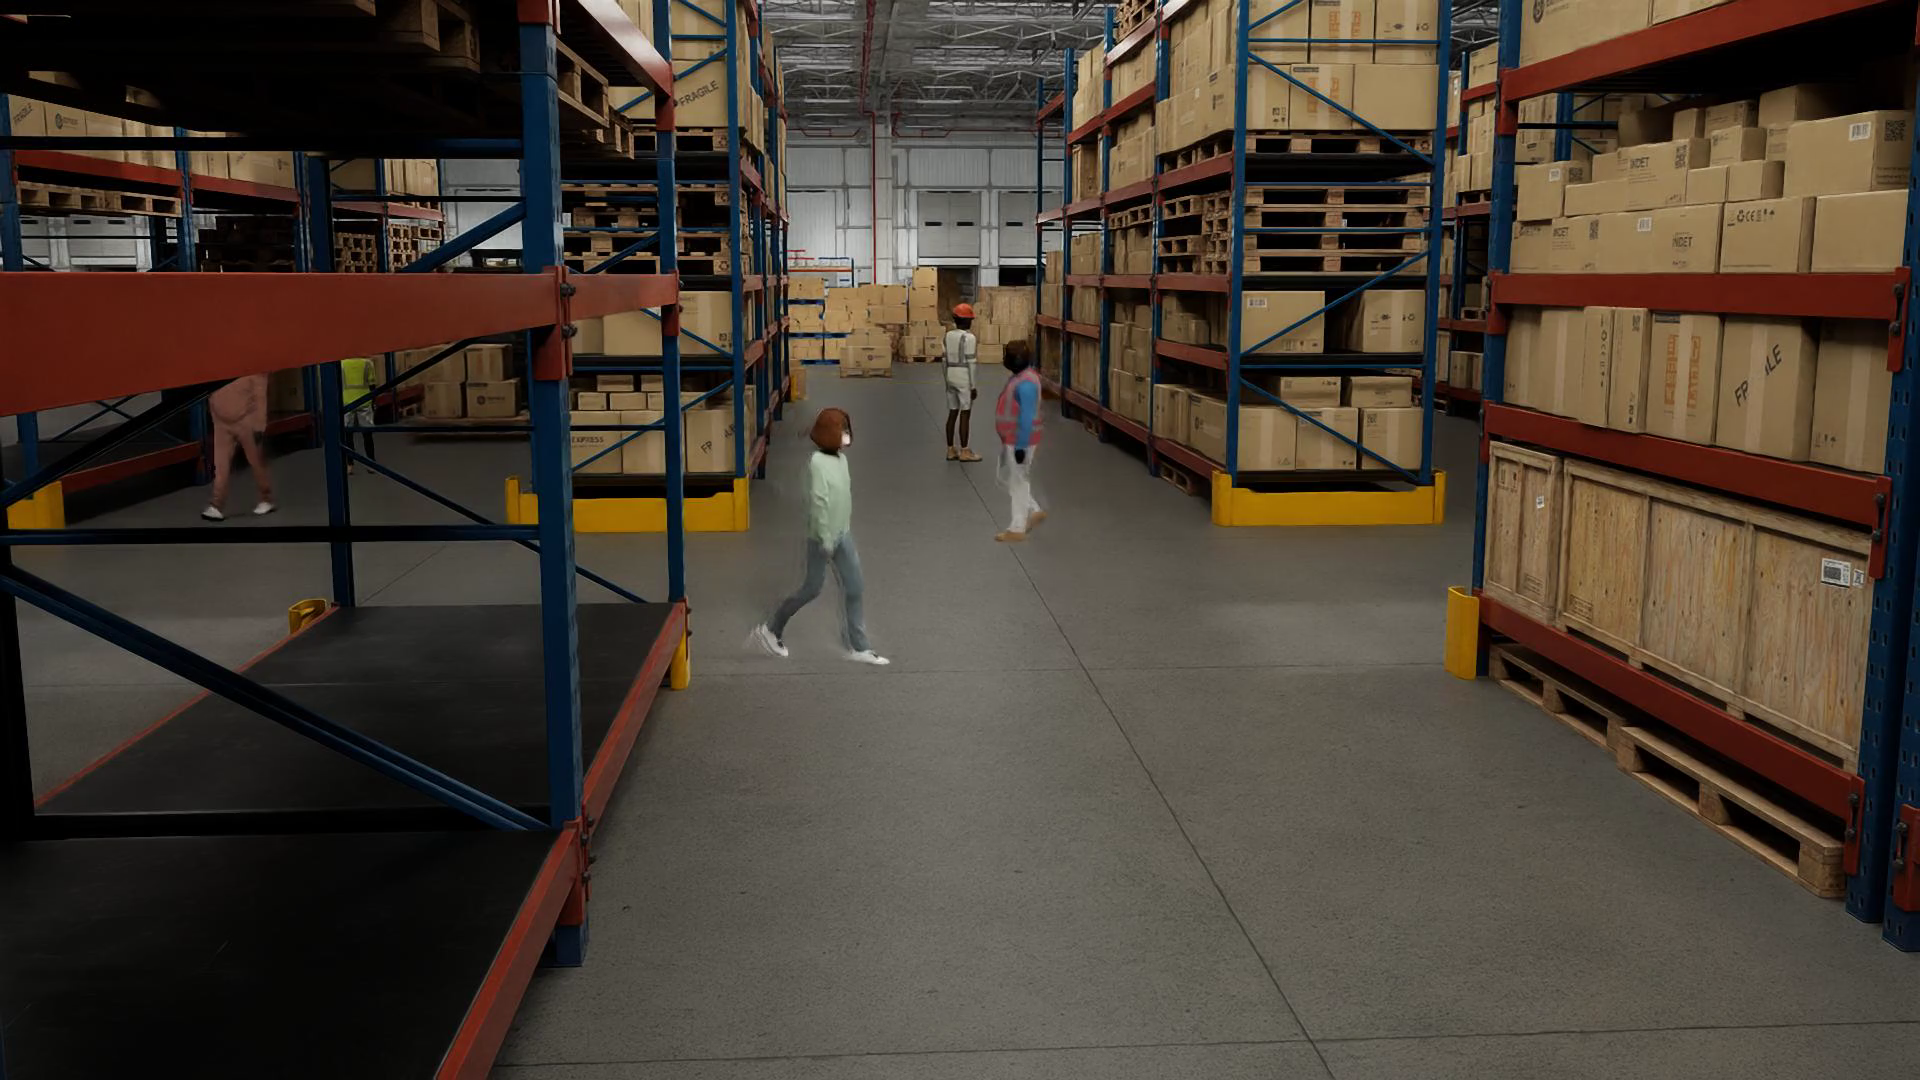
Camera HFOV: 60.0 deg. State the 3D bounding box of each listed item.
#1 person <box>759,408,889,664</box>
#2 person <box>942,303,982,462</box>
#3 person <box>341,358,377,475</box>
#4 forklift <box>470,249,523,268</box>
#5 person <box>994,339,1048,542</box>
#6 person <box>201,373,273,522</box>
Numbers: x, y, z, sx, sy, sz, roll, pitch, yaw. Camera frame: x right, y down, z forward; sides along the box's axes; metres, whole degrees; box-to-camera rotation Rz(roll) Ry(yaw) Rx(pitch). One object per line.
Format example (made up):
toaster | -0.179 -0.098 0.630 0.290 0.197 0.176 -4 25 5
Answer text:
person | -0.860 -0.026 10.306 0.802 1.606 0.502 4 10 23
person | 0.024 -2.026 21.469 0.397 2.044 0.609 -7 12 -39
person | -7.300 -1.626 20.047 0.540 1.695 0.317 -6 11 -32
forklift | -7.365 -3.312 26.923 1.129 2.768 1.873 -1 9 -4
person | 0.522 -0.886 14.965 0.435 1.832 0.648 -1 9 -4
person | -7.134 -1.125 16.401 0.669 1.851 0.989 1 9 8
